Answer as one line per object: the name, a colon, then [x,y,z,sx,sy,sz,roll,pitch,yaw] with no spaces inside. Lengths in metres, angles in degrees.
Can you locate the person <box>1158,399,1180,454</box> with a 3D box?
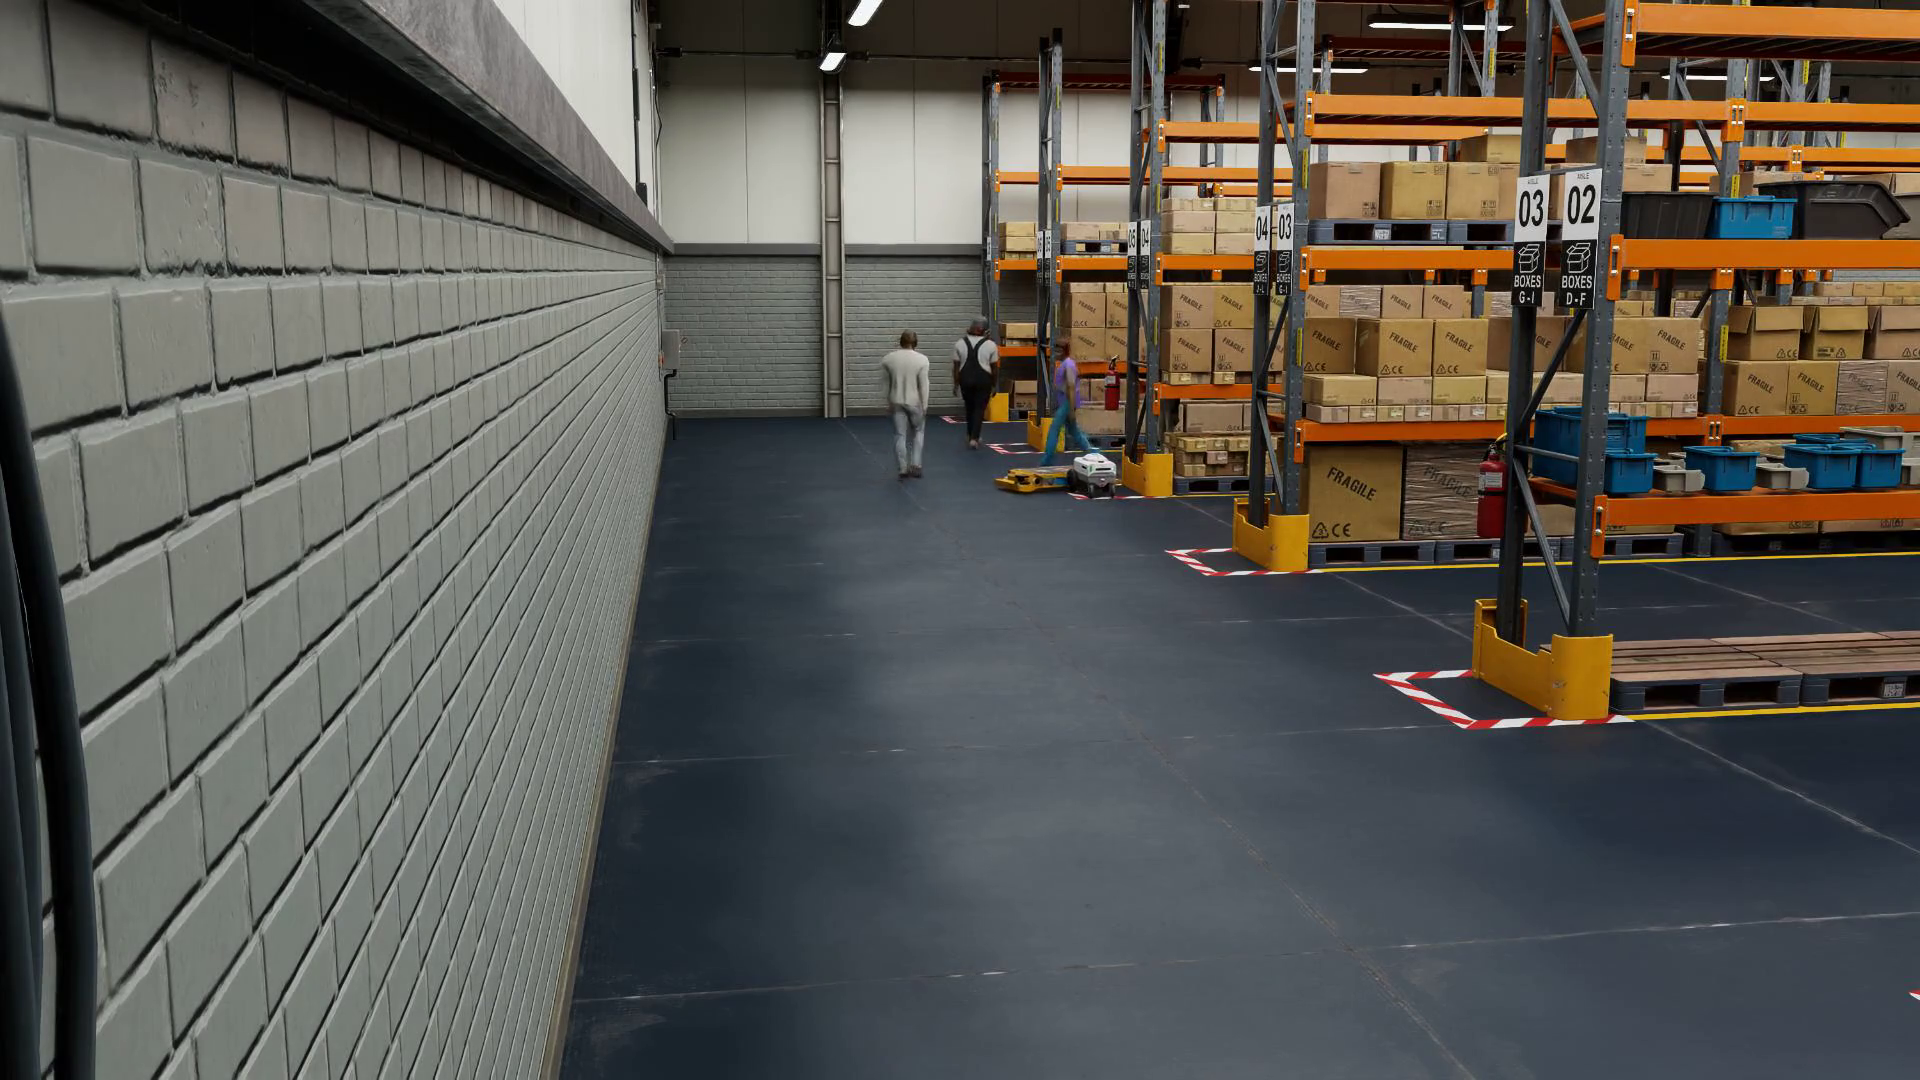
person: [2.560,-1.613,20.669,0.333,1.858,0.509,-4,10,-24]

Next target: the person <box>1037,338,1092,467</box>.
person: [1.410,-1.743,21.677,0.953,1.784,0.651,0,9,-1]

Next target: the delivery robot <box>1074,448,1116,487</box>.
delivery robot: [1.592,-0.847,19.650,0.477,0.478,0.707,-2,9,-12]

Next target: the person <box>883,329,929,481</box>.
person: [-0.660,-1.715,21.134,0.623,1.915,0.612,3,10,15]

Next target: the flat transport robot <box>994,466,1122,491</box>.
flat transport robot: [1.195,-0.764,20.303,1.431,0.197,0.652,-4,10,-26]

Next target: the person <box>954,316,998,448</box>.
person: [0.255,-2.411,25.016,0.683,2.000,1.016,3,10,18]
